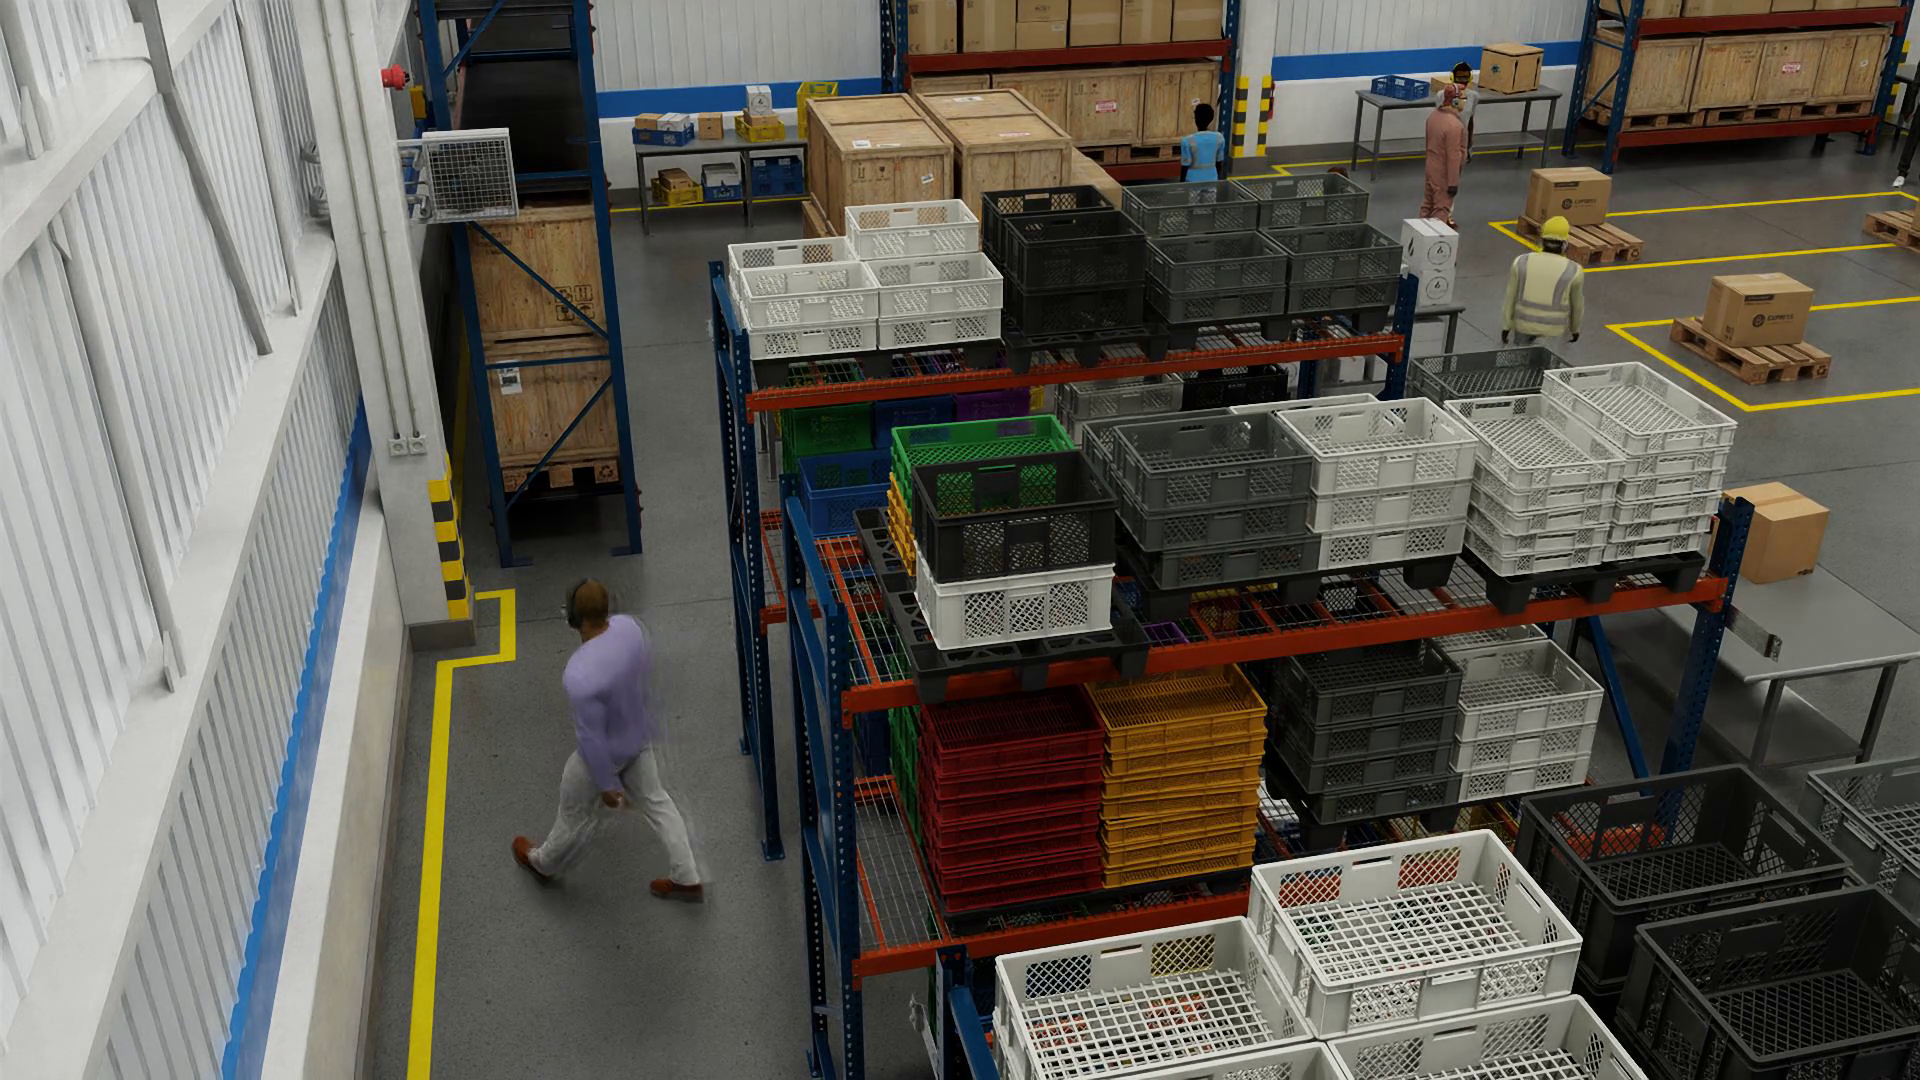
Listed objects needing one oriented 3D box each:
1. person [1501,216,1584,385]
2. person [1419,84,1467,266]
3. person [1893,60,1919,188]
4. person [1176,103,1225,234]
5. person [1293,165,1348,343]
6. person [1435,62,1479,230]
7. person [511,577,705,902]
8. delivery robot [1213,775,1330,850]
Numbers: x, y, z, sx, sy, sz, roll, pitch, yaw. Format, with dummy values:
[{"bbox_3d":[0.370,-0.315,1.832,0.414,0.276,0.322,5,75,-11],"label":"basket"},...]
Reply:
[{"bbox_3d":[4.878,-1.826,13.852,0.600,1.792,0.892,19,33,32],"label":"person"},{"bbox_3d":[5.129,-3.865,17.608,0.409,1.909,0.640,-5,28,-9],"label":"person"},{"bbox_3d":[11.822,-5.238,20.200,0.599,1.917,0.377,11,30,20],"label":"person"},{"bbox_3d":[2.539,-3.779,17.666,0.521,1.695,0.303,-13,30,-23],"label":"person"},{"bbox_3d":[3.306,-2.476,15.050,0.619,1.837,0.430,3,28,6],"label":"person"},{"bbox_3d":[5.534,-4.430,18.717,0.521,1.874,0.328,-1,28,-3],"label":"person"},{"bbox_3d":[-1.829,1.015,8.392,1.093,1.861,0.624,11,30,20],"label":"person"},{"bbox_3d":[1.662,1.443,8.880,0.707,0.478,0.477,-2,28,-3],"label":"delivery robot"}]
